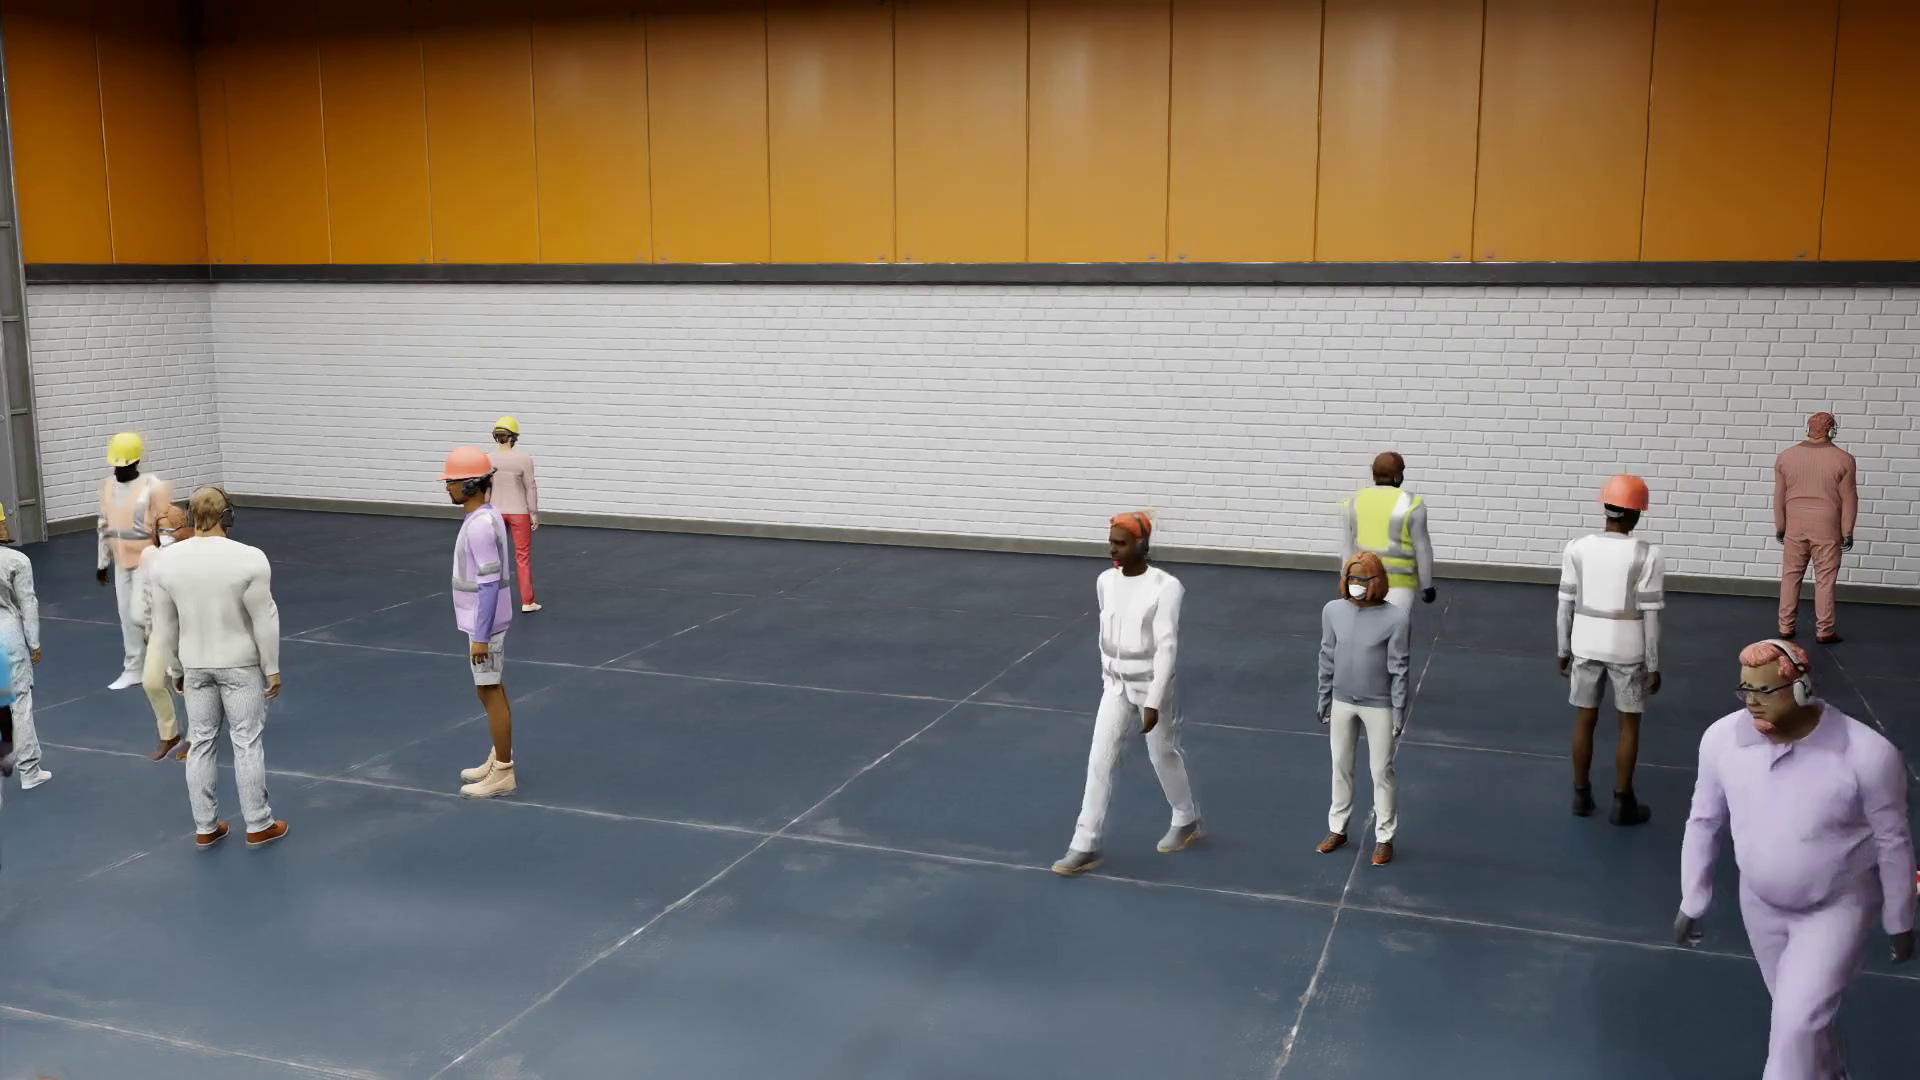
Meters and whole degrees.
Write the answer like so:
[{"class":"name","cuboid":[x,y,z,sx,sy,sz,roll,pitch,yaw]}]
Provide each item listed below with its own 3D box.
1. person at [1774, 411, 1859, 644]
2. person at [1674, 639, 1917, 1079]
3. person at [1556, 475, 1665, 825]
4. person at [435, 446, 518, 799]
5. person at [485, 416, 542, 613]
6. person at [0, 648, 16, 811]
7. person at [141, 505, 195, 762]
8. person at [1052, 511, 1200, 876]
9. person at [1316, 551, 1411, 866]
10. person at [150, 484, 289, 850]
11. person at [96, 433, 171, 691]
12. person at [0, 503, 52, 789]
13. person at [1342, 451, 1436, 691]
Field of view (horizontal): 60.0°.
[{"class":"person","cuboid":[7.011,-0.103,13.637,0.409,1.904,0.640,-9,13,-43]},{"class":"person","cuboid":[2.753,1.234,5.555,0.965,1.835,0.659,-6,11,-32]},{"class":"person","cuboid":[3.585,0.605,9.181,0.580,1.926,0.404,7,12,39]},{"class":"person","cuboid":[-2.793,0.474,9.624,0.391,2.040,0.615,-2,9,-14]},{"class":"person","cuboid":[-4.004,-0.217,14.793,0.524,1.760,0.326,0,9,3]},{"class":"person","cuboid":[-4.622,0.995,7.586,0.544,1.642,0.858,-2,9,-13]},{"class":"person","cuboid":[-4.824,0.582,10.245,0.521,1.609,0.472,1,9,8]},{"class":"person","cuboid":[0.905,0.762,8.497,0.578,1.839,0.972,9,13,44]},{"class":"person","cuboid":[2.070,0.854,8.564,0.497,1.626,0.287,7,12,39]},{"class":"person","cuboid":[-3.868,0.672,8.721,0.631,1.939,0.372,0,9,0]},{"class":"person","cuboid":[-5.963,0.151,12.089,0.667,1.890,0.562,4,10,24]},{"class":"person","cuboid":[-5.643,0.606,9.732,0.493,1.743,0.295,-3,10,-16]},{"class":"person","cuboid":[2.927,0.285,11.552,0.917,1.808,0.630,-8,12,-40]}]
